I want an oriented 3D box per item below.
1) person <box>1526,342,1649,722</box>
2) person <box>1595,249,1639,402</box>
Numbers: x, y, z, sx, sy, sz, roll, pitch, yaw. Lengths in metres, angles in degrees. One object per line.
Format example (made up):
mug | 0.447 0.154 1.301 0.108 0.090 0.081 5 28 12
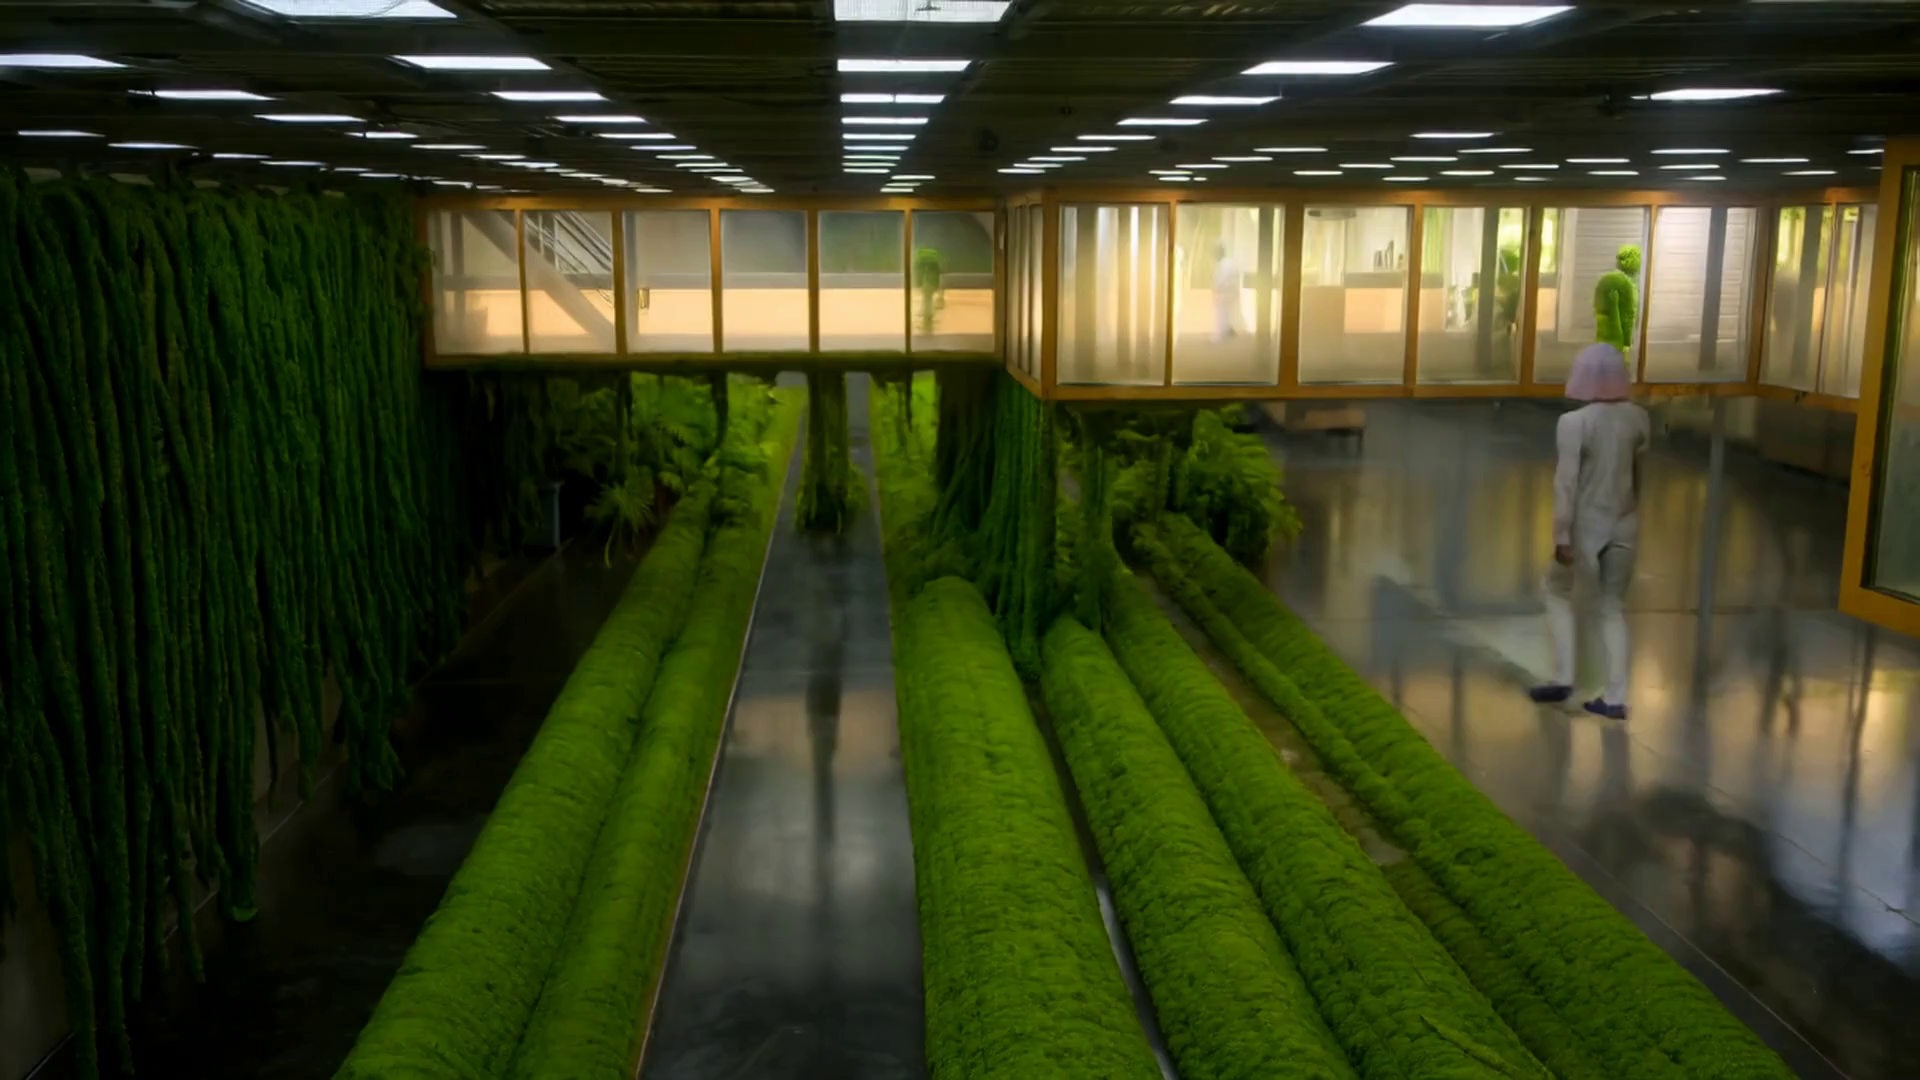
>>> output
person | 2.718 -0.038 7.189 0.508 1.616 0.568 -3 11 -17
person | 6.906 -2.094 17.474 0.401 1.910 0.640 0 11 -2
